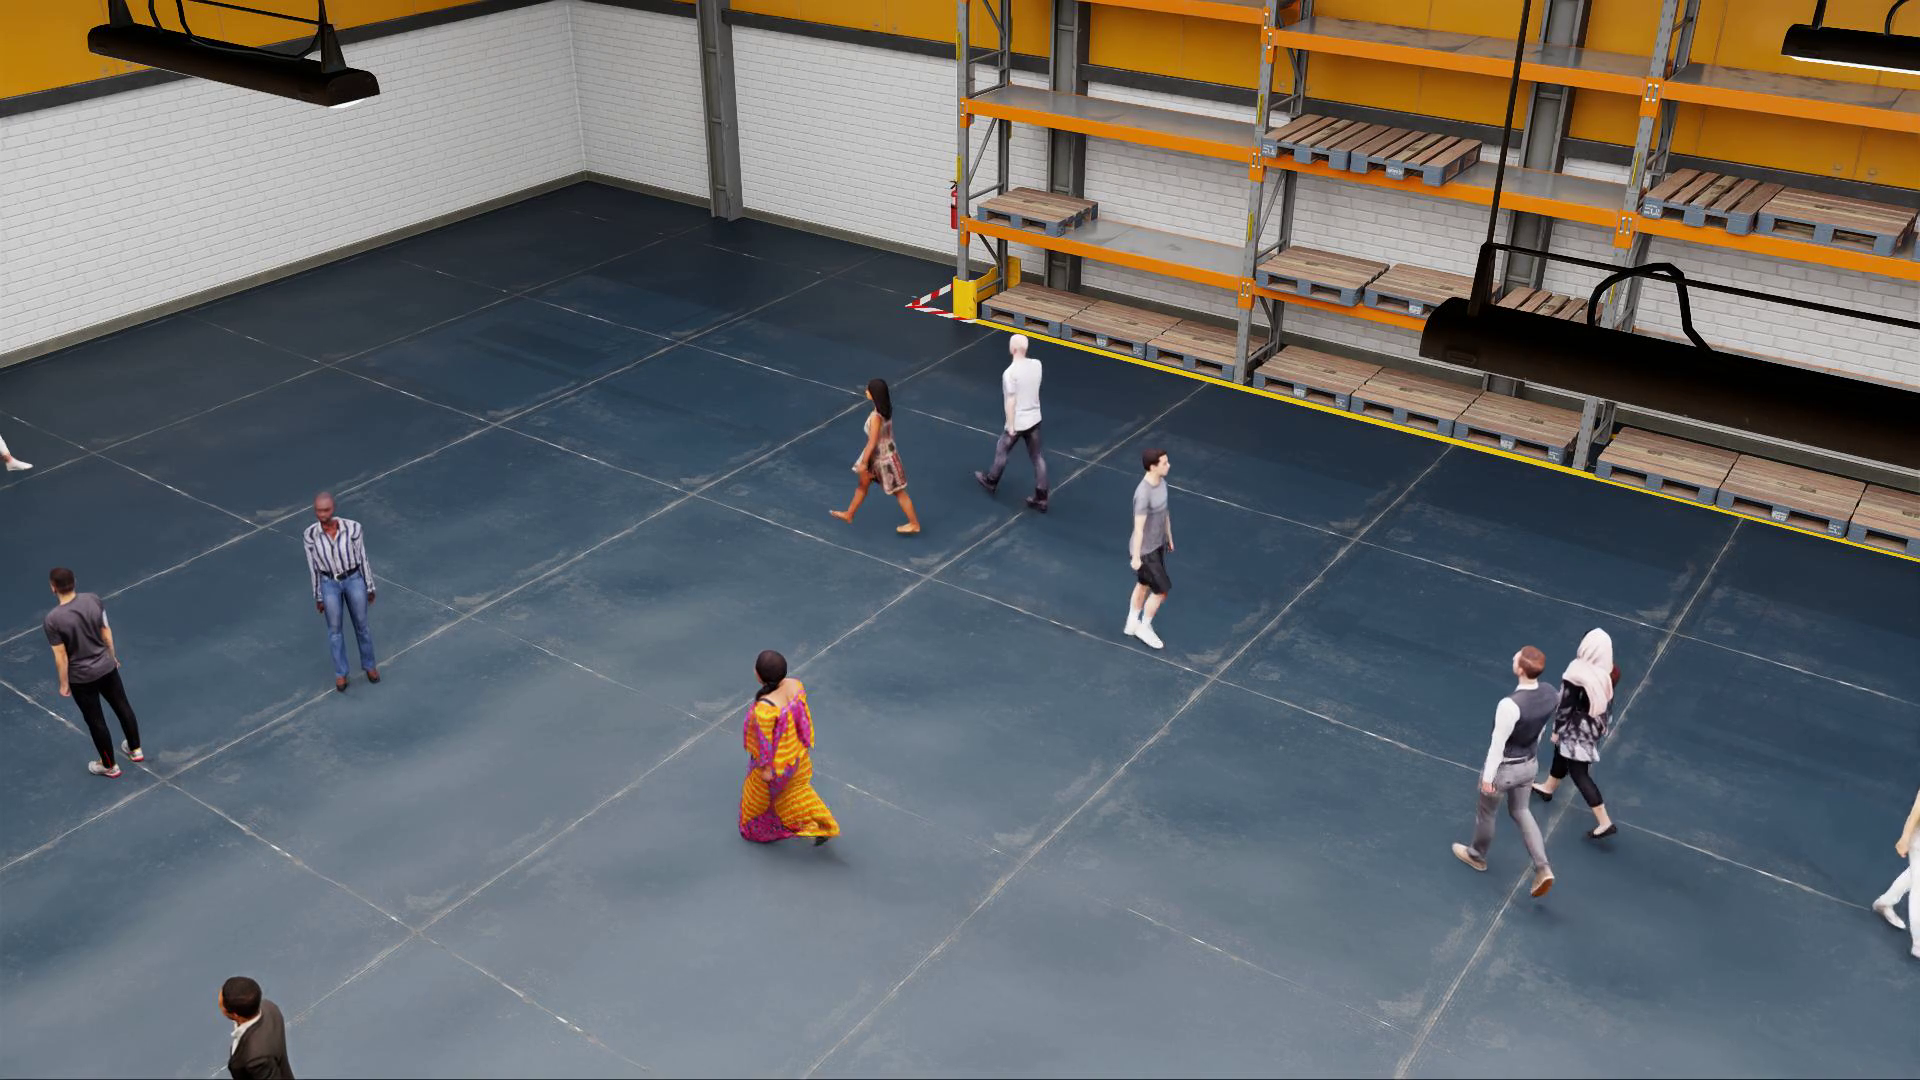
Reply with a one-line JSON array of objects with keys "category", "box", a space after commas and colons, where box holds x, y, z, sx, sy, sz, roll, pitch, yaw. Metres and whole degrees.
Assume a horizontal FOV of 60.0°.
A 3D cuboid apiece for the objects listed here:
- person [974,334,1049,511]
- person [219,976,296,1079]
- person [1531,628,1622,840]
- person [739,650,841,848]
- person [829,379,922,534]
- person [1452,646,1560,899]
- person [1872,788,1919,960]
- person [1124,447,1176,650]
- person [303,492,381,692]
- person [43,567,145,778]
[{"category": "person", "box": [0.685, -1.127, 16.491, 0.859, 1.788, 1.223, -23, 36, -35]}, {"category": "person", "box": [-3.653, 3.017, 8.880, 0.816, 1.802, 0.692, -11, 30, -19]}, {"category": "person", "box": [4.566, 1.416, 12.028, 0.922, 1.598, 1.191, -17, 33, -28]}, {"category": "person", "box": [-1.249, 1.512, 11.793, 1.102, 1.655, 0.702, 15, 32, 26]}, {"category": "person", "box": [-0.658, -0.752, 16.014, 1.226, 1.587, 0.993, 2, 29, 4]}, {"category": "person", "box": [3.843, 1.586, 11.383, 0.986, 1.918, 1.179, -14, 31, -24]}, {"category": "person", "box": [6.411, 1.934, 11.025, 0.936, 1.649, 1.032, -8, 30, -14]}, {"category": "person", "box": [1.528, 0.039, 14.282, 0.736, 1.857, 0.722, 14, 31, 23]}, {"category": "person", "box": [-5.079, 0.405, 13.678, 0.719, 1.794, 0.726, -12, 31, -21]}, {"category": "person", "box": [-6.604, 0.994, 12.631, 0.561, 1.762, 0.666, 14, 32, 24]}]
